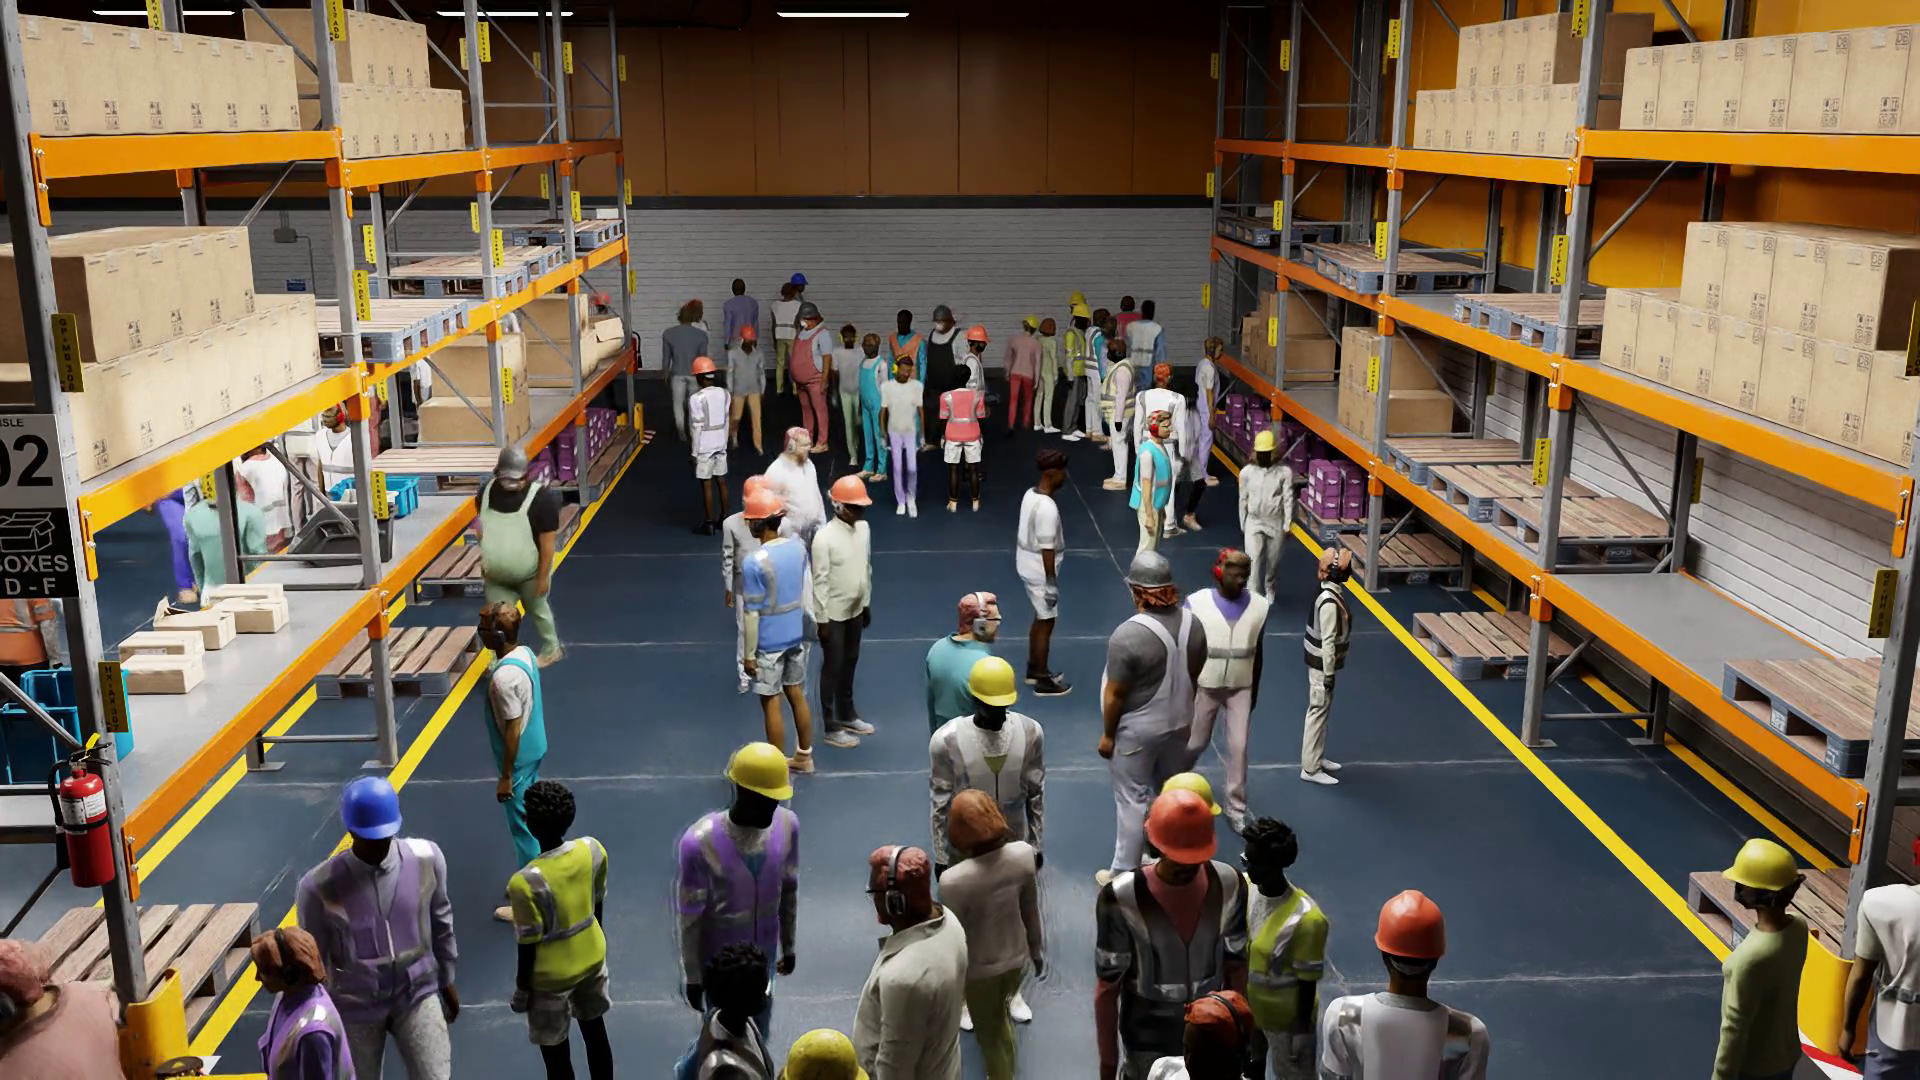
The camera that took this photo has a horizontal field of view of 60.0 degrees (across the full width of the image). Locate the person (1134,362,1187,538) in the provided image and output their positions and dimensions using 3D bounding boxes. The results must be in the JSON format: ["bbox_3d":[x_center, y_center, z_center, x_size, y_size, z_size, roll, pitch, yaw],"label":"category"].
[{"bbox_3d":[2.144,-0.962,17.807,0.581,1.882,0.339,7,16,26],"label":"person"}]

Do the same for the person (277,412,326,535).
[{"bbox_3d":[-6.951,-0.951,17.719,0.592,1.911,0.398,-2,14,-6],"label":"person"}]

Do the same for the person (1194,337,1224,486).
[{"bbox_3d":[3.024,-1.564,20.279,0.352,1.835,0.518,-1,14,-3],"label":"person"}]

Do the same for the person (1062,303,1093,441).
[{"bbox_3d":[1.649,-2.344,23.181,0.400,1.916,0.580,6,15,22],"label":"person"}]

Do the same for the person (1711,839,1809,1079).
[{"bbox_3d":[3.061,1.994,6.456,0.525,1.760,0.341,-13,19,-41],"label":"person"}]

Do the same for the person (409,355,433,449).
[{"bbox_3d":[-6.639,-1.693,20.707,0.323,1.871,0.528,0,14,1],"label":"person"}]

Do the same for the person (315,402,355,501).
[{"bbox_3d":[-5.833,-0.433,15.813,0.570,1.840,0.373,4,15,16],"label":"person"}]

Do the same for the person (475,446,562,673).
[{"bbox_3d":[-3.508,0.141,13.164,0.732,2.000,0.992,2,14,9],"label":"person"}]

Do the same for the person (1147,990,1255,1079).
[{"bbox_3d":[0.773,2.260,5.158,0.584,1.882,0.346,13,19,41],"label":"person"}]

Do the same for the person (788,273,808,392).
[{"bbox_3d":[-2.647,-3.389,27.206,0.395,1.945,0.618,2,14,9],"label":"person"}]

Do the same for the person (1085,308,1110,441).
[{"bbox_3d":[1.937,-2.301,23.151,0.429,1.841,0.633,-3,15,-12],"label":"person"}]

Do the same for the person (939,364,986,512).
[{"bbox_3d":[0.023,-1.156,18.940,0.536,1.696,0.321,-2,14,-7],"label":"person"}]

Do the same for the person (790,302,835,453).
[{"bbox_3d":[-2.024,-2.193,22.328,0.535,2.000,0.674,-12,18,-38],"label":"person"}]

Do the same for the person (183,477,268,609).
[{"bbox_3d":[-5.525,0.365,12.593,0.651,1.884,1.028,0,14,-1],"label":"person"}]

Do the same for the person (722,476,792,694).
[{"bbox_3d":[-1.568,0.349,12.941,0.566,1.744,0.350,-1,14,-2],"label":"person"}]

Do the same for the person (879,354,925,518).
[{"bbox_3d":[-0.649,-1.161,18.664,0.516,1.844,0.626,0,14,-1],"label":"person"}]

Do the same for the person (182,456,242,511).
[{"bbox_3d":[-6.405,-0.094,14.365,0.408,1.907,0.598,7,16,26],"label":"person"}]

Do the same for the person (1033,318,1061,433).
[{"bbox_3d":[1.237,-2.356,23.780,0.283,1.631,0.503,-9,17,-33],"label":"person"}]

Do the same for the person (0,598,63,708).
[{"bbox_3d":[-6.227,0.747,11.012,0.587,1.927,0.369,1,14,3],"label":"person"}]

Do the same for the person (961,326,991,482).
[{"bbox_3d":[0.186,-1.678,20.532,0.389,1.930,0.544,-1,14,-2],"label":"person"}]

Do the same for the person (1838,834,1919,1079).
[{"bbox_3d":[3.743,1.950,6.471,0.563,1.838,0.387,5,15,18],"label":"person"}]

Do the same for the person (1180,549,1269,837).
[{"bbox_3d":[1.648,0.909,10.611,0.575,1.820,0.791,-2,14,-8],"label":"person"}]

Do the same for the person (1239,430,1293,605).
[{"bbox_3d":[2.749,-0.166,15.013,0.483,1.713,0.827,2,14,9],"label":"person"}]

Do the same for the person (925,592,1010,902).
[{"bbox_3d":[0.087,1.210,9.243,0.401,1.904,0.648,-10,17,-33],"label":"person"}]

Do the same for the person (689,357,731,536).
[{"bbox_3d":[-2.709,-1.008,17.892,0.362,1.934,0.543,10,17,34],"label":"person"}]

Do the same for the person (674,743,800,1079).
[{"bbox_3d":[-0.944,1.752,7.142,0.611,1.897,0.602,-12,19,-39],"label":"person"}]

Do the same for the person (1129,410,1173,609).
[{"bbox_3d":[1.752,-0.281,15.206,0.388,1.847,0.563,4,15,17],"label":"person"}]

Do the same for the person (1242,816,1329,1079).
[{"bbox_3d":[1.275,1.929,6.859,0.323,1.690,0.533,-11,18,-36],"label":"person"}]

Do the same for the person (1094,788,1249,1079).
[{"bbox_3d":[0.813,1.888,6.343,0.611,2.030,0.410,-4,15,-14],"label":"person"}]

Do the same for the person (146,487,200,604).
[{"bbox_3d":[-7.144,-0.444,15.464,0.813,2.000,0.700,11,18,37],"label":"person"}]

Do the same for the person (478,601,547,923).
[{"bbox_3d":[-2.478,1.229,9.283,0.328,1.844,0.513,0,14,-1],"label":"person"}]

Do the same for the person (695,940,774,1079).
[{"bbox_3d":[-0.790,2.190,5.827,0.320,1.692,0.536,-1,14,-5],"label":"person"}]

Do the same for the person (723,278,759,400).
[{"bbox_3d":[-3.471,-3.181,26.429,0.627,1.933,0.367,-12,18,-38],"label":"person"}]

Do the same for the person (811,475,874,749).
[{"bbox_3d":[-0.804,0.509,11.876,0.473,1.982,0.609,8,17,30],"label":"person"}]

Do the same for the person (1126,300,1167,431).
[{"bbox_3d":[2.659,-2.517,23.948,0.608,1.873,1.002,11,18,36],"label":"person"}]
